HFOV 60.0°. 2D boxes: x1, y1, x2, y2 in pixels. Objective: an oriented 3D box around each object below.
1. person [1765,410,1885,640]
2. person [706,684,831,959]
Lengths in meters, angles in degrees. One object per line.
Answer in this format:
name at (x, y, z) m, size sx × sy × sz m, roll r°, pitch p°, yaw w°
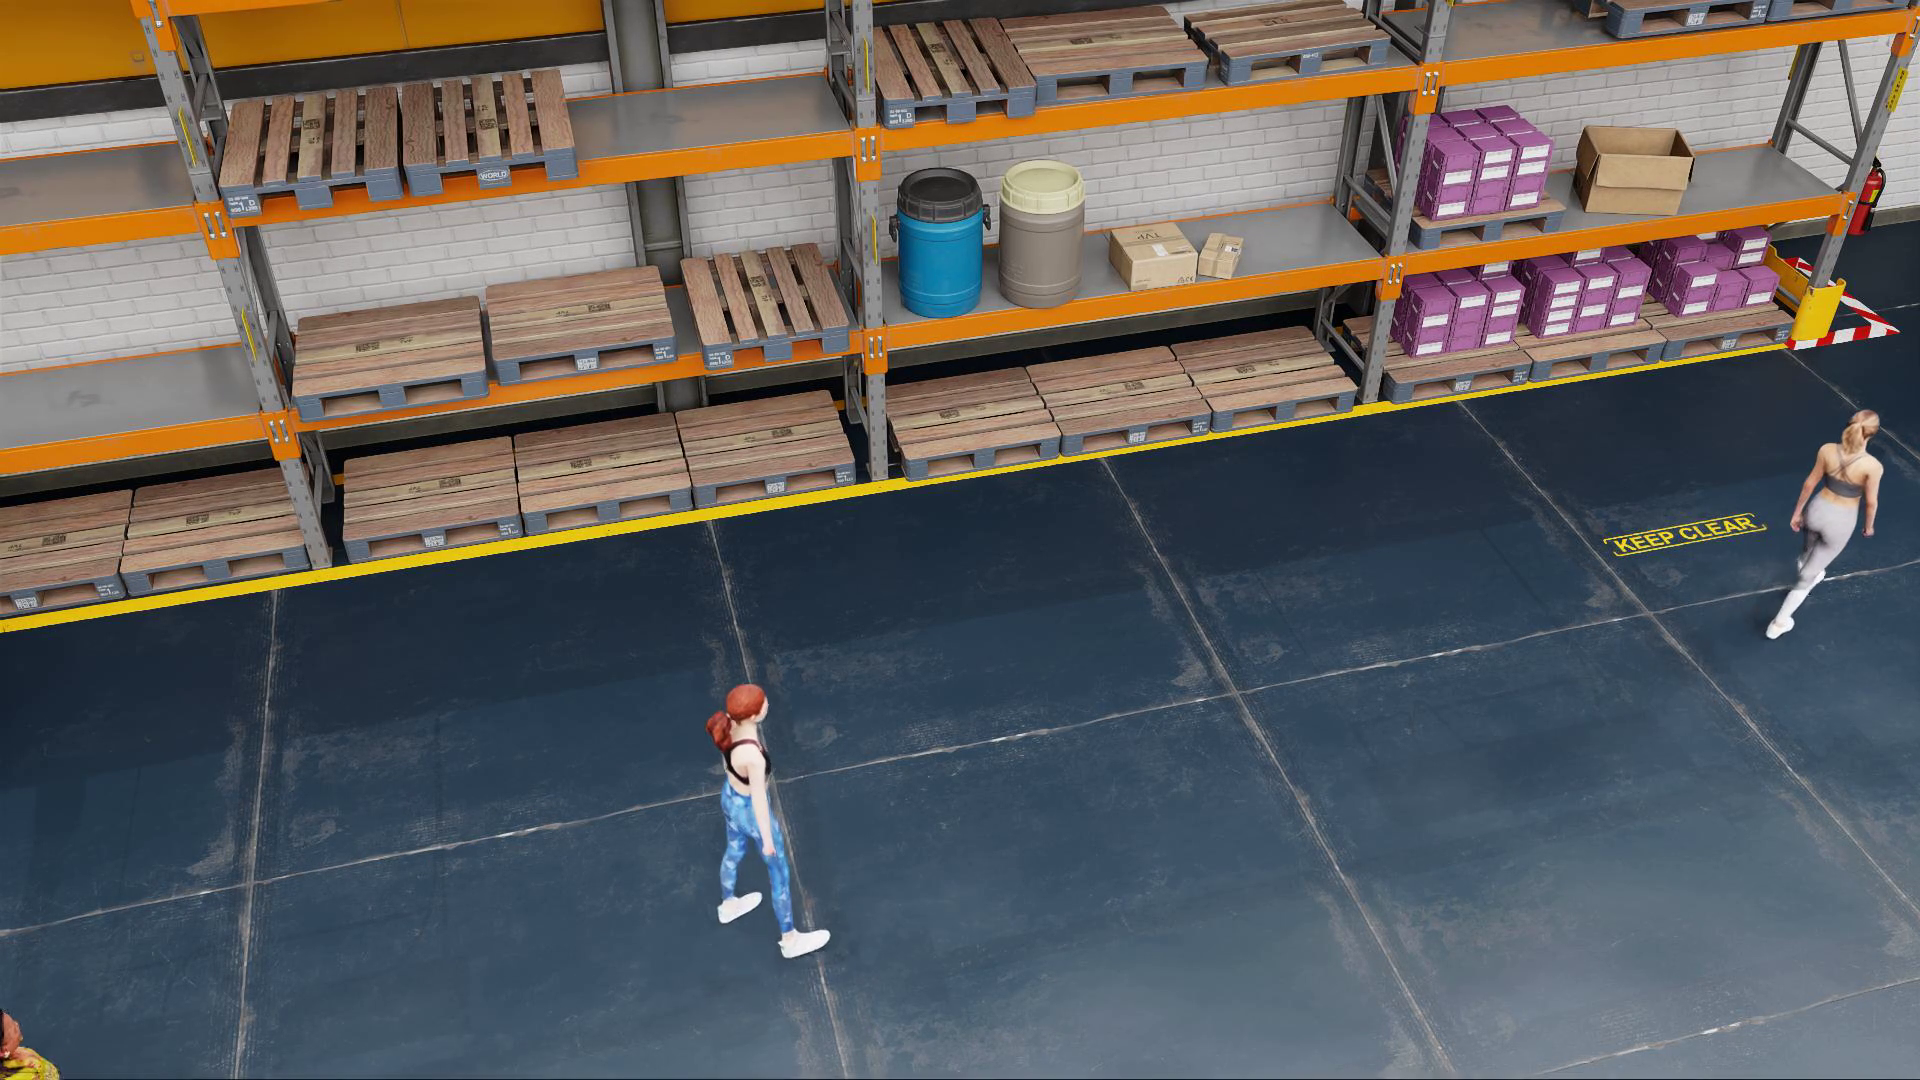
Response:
person at (5.491, -0.060, 10.610) m, size 1.068 × 1.675 × 0.802 m, roll -24°, pitch 45°, yaw -27°
person at (-1.078, 1.446, 8.653) m, size 0.803 × 1.773 × 0.818 m, roll -24°, pitch 44°, yaw -27°
